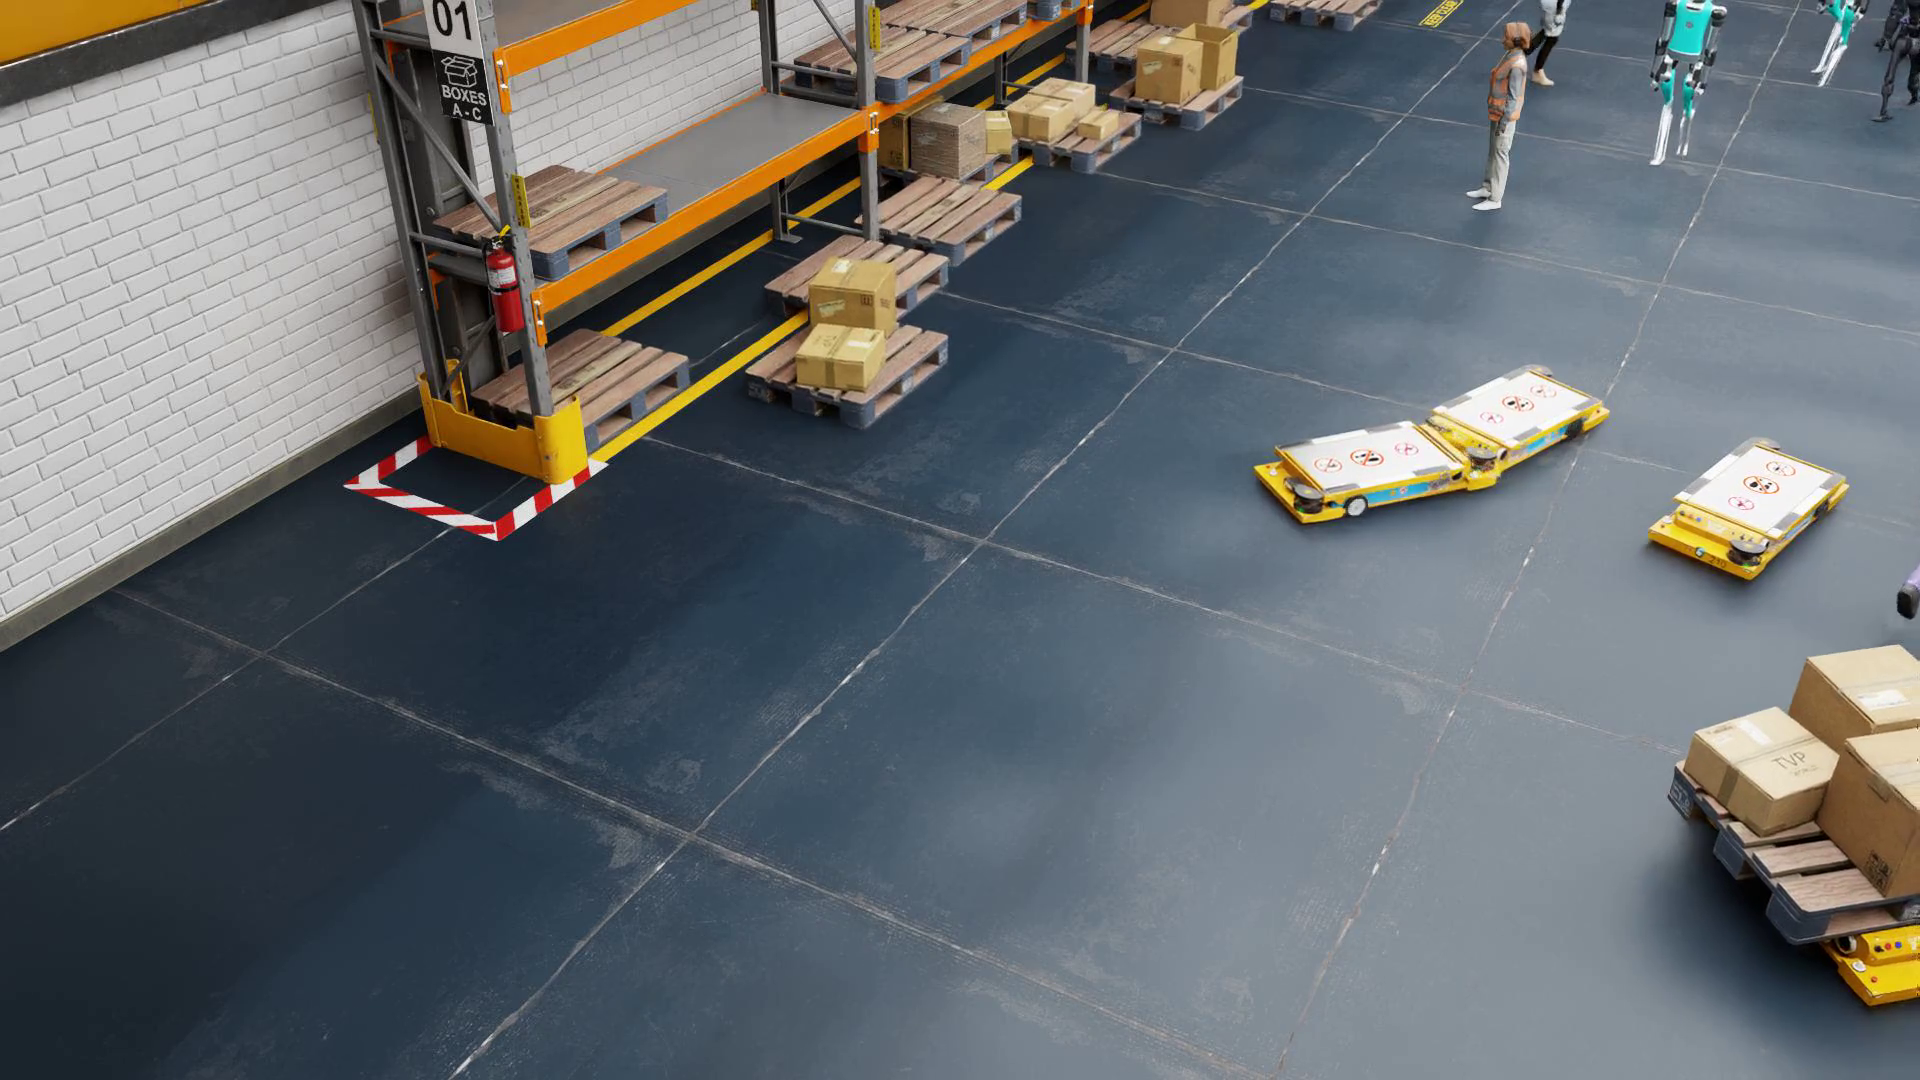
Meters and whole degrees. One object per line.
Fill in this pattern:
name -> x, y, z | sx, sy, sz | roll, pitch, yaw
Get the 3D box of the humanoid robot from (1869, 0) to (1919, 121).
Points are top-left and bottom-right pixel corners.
humanoid robot -> 9.480, -4.975, 16.466 | 0.763, 1.651, 0.612 | -18, 37, -25

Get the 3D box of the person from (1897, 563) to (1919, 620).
person -> 5.643, -0.225, 9.083 | 0.548, 1.821, 0.584 | -16, 37, -23

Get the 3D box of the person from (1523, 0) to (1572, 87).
person -> 6.115, -5.560, 17.295 | 0.561, 1.657, 0.586 | 10, 35, 14

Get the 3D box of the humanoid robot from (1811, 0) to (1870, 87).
humanoid robot -> 9.282, -5.598, 17.325 | 0.777, 1.815, 0.562 | -27, 42, -35

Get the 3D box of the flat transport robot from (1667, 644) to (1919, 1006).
flat transport robot -> 4.111, 1.541, 7.816 | 0.659, 0.231, 1.431 | -7, 34, -10

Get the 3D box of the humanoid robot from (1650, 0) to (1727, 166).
humanoid robot -> 6.708, -4.273, 15.379 | 0.542, 1.881, 0.810 | 22, 39, 30

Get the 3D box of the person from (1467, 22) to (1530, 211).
person -> 4.726, -3.692, 14.490 | 0.306, 1.638, 0.512 | 4, 34, 6

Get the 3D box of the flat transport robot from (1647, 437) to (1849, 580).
flat transport robot -> 4.994, -0.220, 10.482 | 1.431, 0.231, 0.659 | -28, 43, -35

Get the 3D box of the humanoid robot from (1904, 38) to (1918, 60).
humanoid robot -> 10.504, -5.923, 17.799 | 0.535, 1.752, 0.953 | -13, 36, -19

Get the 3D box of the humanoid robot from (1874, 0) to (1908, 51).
humanoid robot -> 10.562, -6.289, 18.373 | 0.599, 1.657, 0.315 | -24, 41, -32

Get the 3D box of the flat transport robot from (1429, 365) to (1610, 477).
flat transport robot -> 3.752, -0.807, 11.369 | 1.431, 0.231, 0.659 | -23, 40, -31

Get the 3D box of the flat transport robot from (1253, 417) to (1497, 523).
flat transport robot -> 2.706, -0.461, 10.845 | 1.431, 0.231, 0.659 | -11, 35, -16
